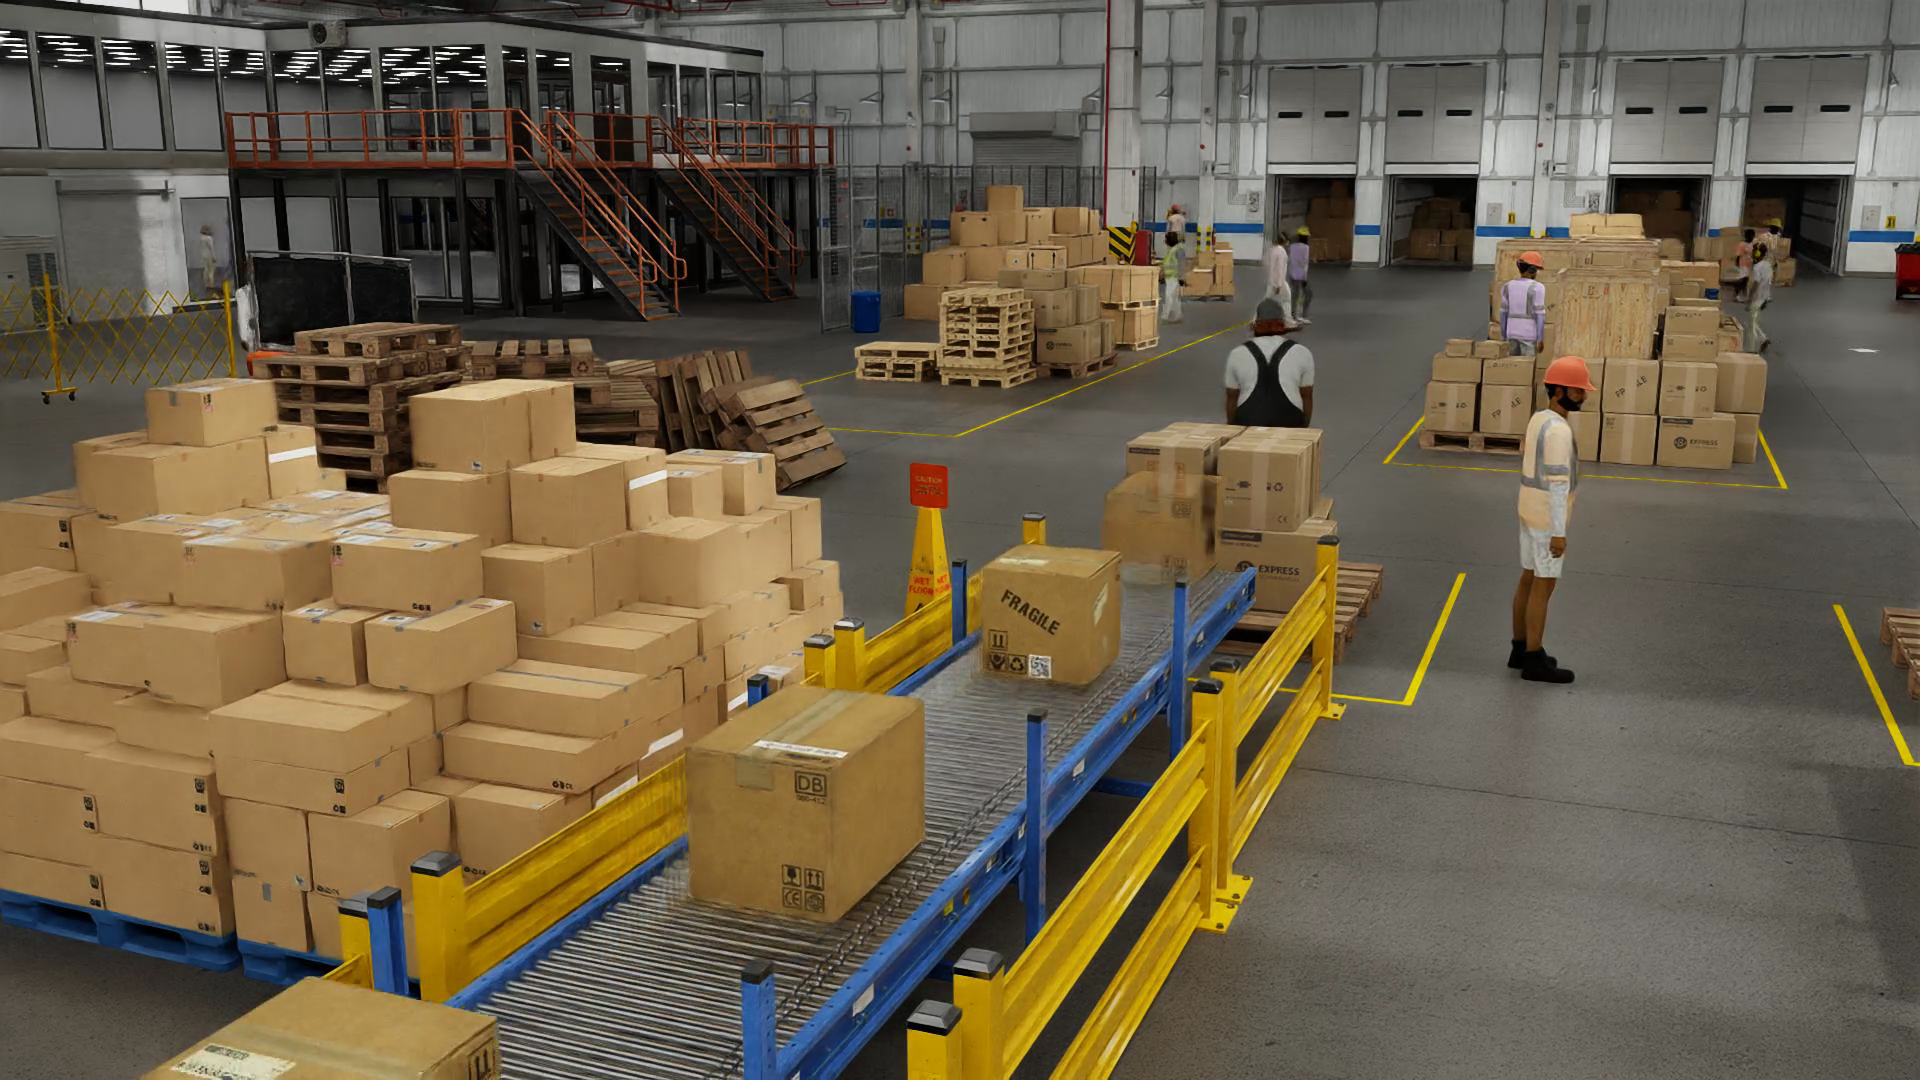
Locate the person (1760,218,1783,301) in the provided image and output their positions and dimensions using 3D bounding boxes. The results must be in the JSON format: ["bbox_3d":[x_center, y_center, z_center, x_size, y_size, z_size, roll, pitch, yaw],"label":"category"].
[{"bbox_3d":[18.692,-6.450,38.343,0.614,1.890,0.715,-10,16,-37],"label":"person"}]

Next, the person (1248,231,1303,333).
[{"bbox_3d":[5.871,-4.788,30.930,1.017,1.896,0.630,-2,13,-10],"label":"person"}]

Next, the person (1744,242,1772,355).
[{"bbox_3d":[12.826,-3.852,26.776,0.438,1.856,0.550,12,17,43],"label":"person"}]

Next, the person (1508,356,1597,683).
[{"bbox_3d":[3.515,-0.127,9.895,0.375,1.934,0.547,1,13,4],"label":"person"}]

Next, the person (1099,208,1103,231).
[{"bbox_3d":[4.303,-9.224,50.795,0.997,1.906,0.614,-12,17,-43],"label":"person"}]

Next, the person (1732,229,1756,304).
[{"bbox_3d":[17.890,-6.199,37.709,0.550,1.663,0.735,-9,15,-34],"label":"person"}]

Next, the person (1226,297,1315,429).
[{"bbox_3d":[2.462,-0.919,13.207,0.687,2.000,0.535,4,13,16],"label":"person"}]

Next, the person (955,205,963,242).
[{"bbox_3d":[-0.011,-9.256,50.861,0.373,1.928,0.543,-11,17,-41],"label":"person"}]

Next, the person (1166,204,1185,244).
[{"bbox_3d":[6.675,-9.348,51.214,0.624,1.955,0.907,-6,14,-24],"label":"person"}]

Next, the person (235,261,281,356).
[{"bbox_3d":[-8.934,-2.631,21.273,0.624,1.869,0.591,10,16,37],"label":"person"}]

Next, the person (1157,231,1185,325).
[{"bbox_3d":[4.075,-5.139,32.654,0.832,1.807,0.655,-5,13,-20],"label":"person"}]

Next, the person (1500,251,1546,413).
[{"bbox_3d":[6.871,-2.491,20.276,0.391,2.033,0.605,-9,15,-35],"label":"person"}]

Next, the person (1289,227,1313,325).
[{"bbox_3d":[6.701,-5.174,32.598,0.605,1.905,0.584,-7,14,-28],"label":"person"}]
